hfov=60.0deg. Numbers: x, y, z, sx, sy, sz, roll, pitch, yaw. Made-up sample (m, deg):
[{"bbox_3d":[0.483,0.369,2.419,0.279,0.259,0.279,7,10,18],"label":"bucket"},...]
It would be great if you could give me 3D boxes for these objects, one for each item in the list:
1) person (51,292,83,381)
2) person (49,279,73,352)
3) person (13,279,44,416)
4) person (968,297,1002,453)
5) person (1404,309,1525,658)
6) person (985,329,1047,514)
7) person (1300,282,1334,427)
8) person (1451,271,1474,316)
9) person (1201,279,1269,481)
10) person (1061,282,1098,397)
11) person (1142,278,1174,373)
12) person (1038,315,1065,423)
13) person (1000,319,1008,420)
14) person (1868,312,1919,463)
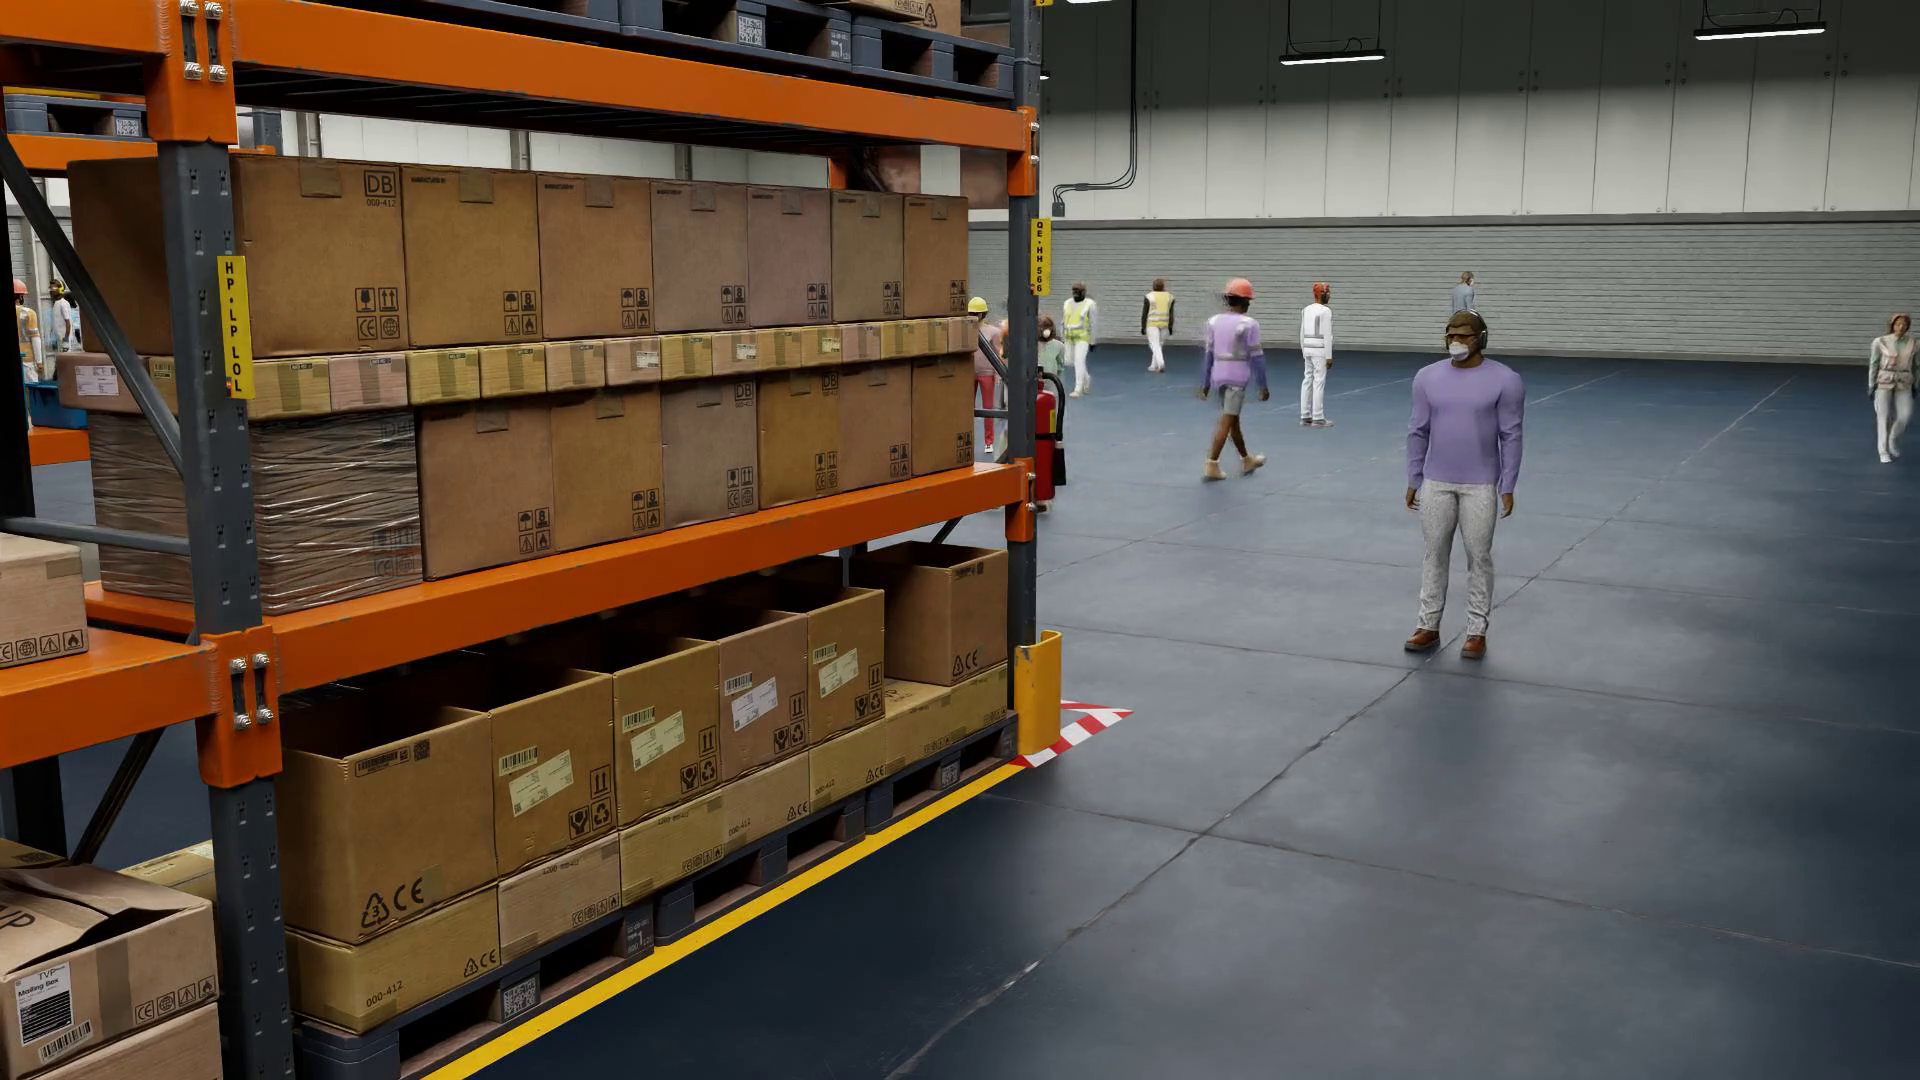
[{"bbox_3d":[-14.341,-3.162,26.751,0.554,1.643,0.853,7,12,36],"label":"person"},{"bbox_3d":[-13.877,-3.083,25.679,0.321,1.874,0.532,-8,13,-41],"label":"person"},{"bbox_3d":[-11.692,-2.265,20.705,0.551,1.934,0.373,0,10,-1],"label":"person"},{"bbox_3d":[0.205,-1.860,18.838,0.533,1.765,0.324,3,10,15],"label":"person"},{"bbox_3d":[2.792,-0.314,9.275,0.635,1.937,0.352,6,12,33],"label":"person"},{"bbox_3d":[0.395,-1.002,14.278,0.796,1.594,0.520,-1,10,-7],"label":"person"},{"bbox_3d":[4.681,-2.426,21.802,0.339,1.882,0.581,-4,11,-23],"label":"person"},{"bbox_3d":[9.915,-4.324,32.776,0.378,1.933,0.628,-3,10,-15],"label":"person"},{"bbox_3d":[2.785,-1.600,16.644,1.040,1.986,0.633,-8,12,-38],"label":"person"},{"bbox_3d":[1.923,-3.188,26.443,0.639,1.821,0.627,8,13,41],"label":"person"},{"bbox_3d":[3.812,-4.127,31.984,0.632,1.812,0.861,-3,10,-19],"label":"person"},{"bbox_3d":[0.906,-1.675,18.277,0.501,1.587,0.876,-1,10,-8],"label":"person"},{"bbox_3d":[0.810,-2.472,22.704,0.549,1.649,0.848,7,12,34],"label":"person"},{"bbox_3d":[10.068,-1.639,17.937,0.523,1.625,0.388,3,10,16],"label":"person"}]
